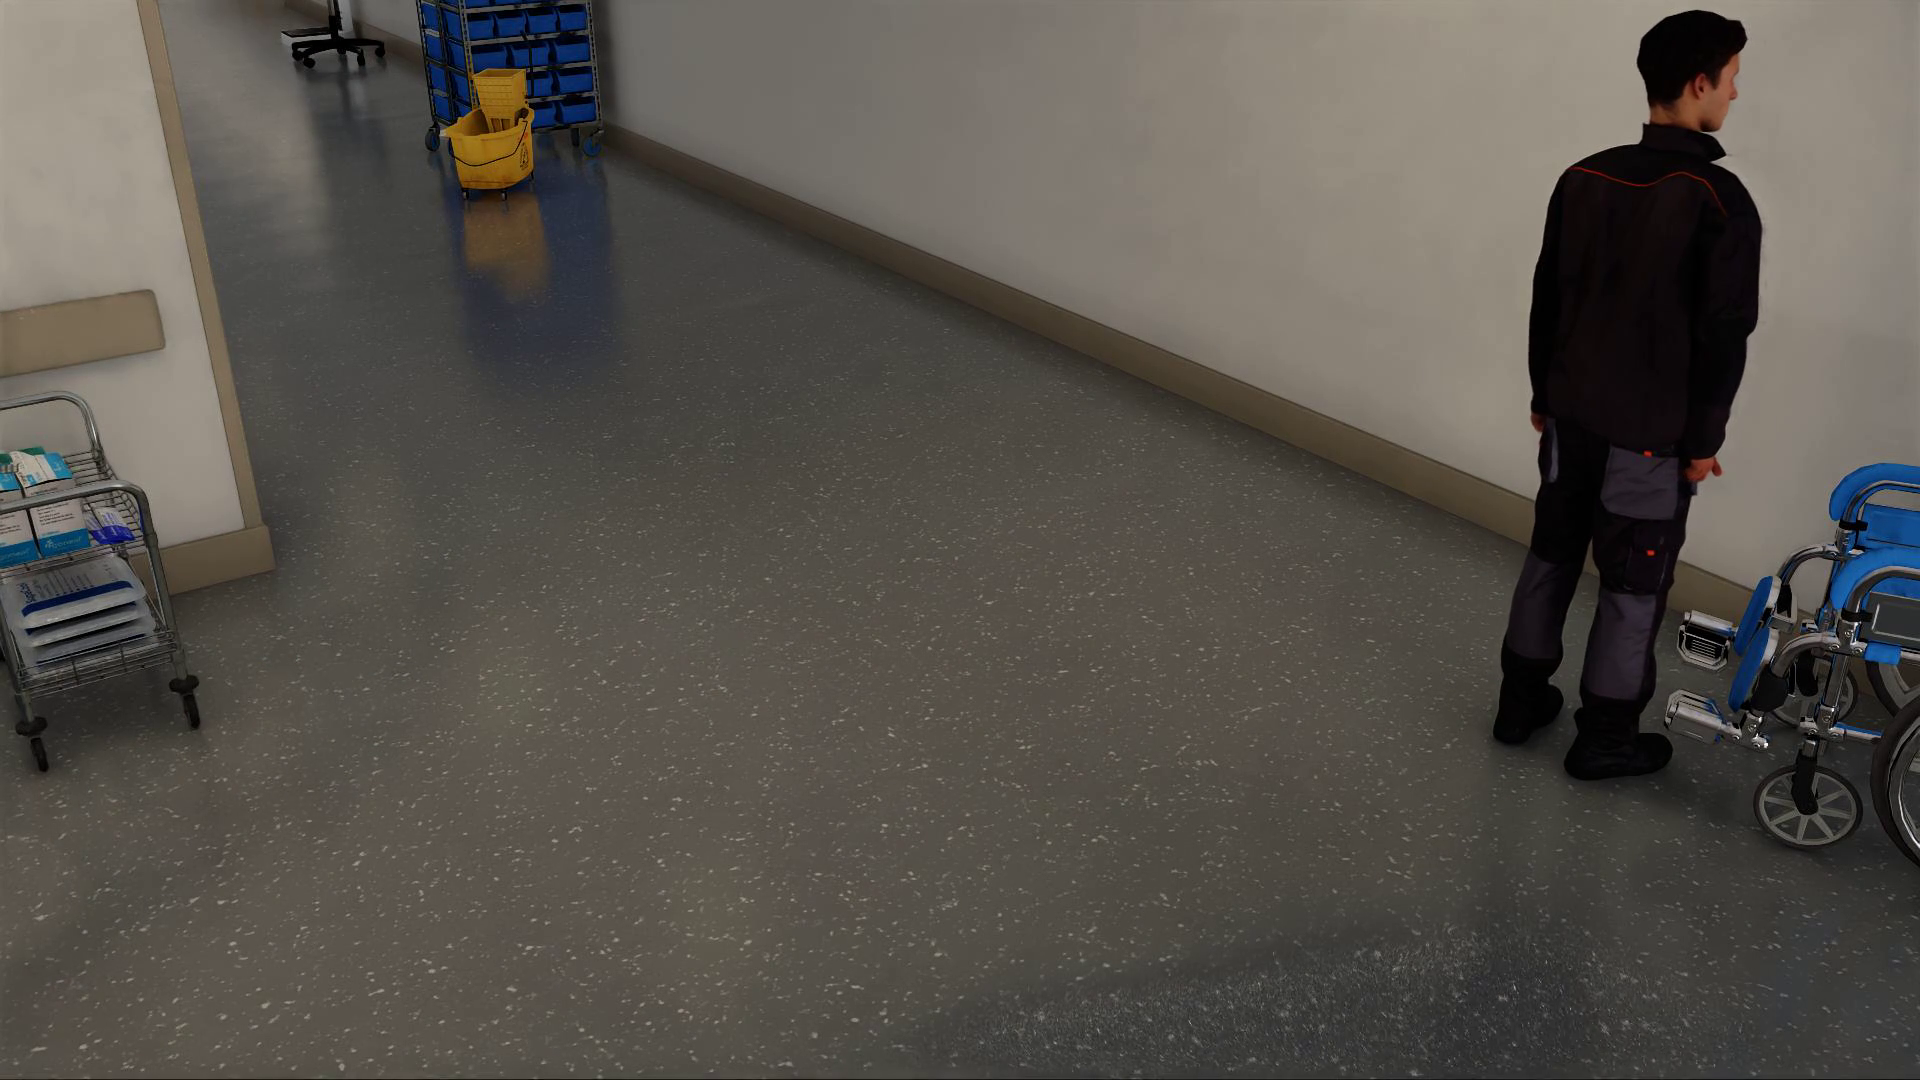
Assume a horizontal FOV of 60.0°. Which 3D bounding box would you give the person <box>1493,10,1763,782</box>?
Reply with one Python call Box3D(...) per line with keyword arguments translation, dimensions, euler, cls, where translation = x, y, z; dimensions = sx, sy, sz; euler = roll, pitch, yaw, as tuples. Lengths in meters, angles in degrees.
Box3D(translation=(1.652, -0.319, 4.159), dimensions=(0.565, 1.944, 0.685), euler=(-17, 30, -31), cls="person")
